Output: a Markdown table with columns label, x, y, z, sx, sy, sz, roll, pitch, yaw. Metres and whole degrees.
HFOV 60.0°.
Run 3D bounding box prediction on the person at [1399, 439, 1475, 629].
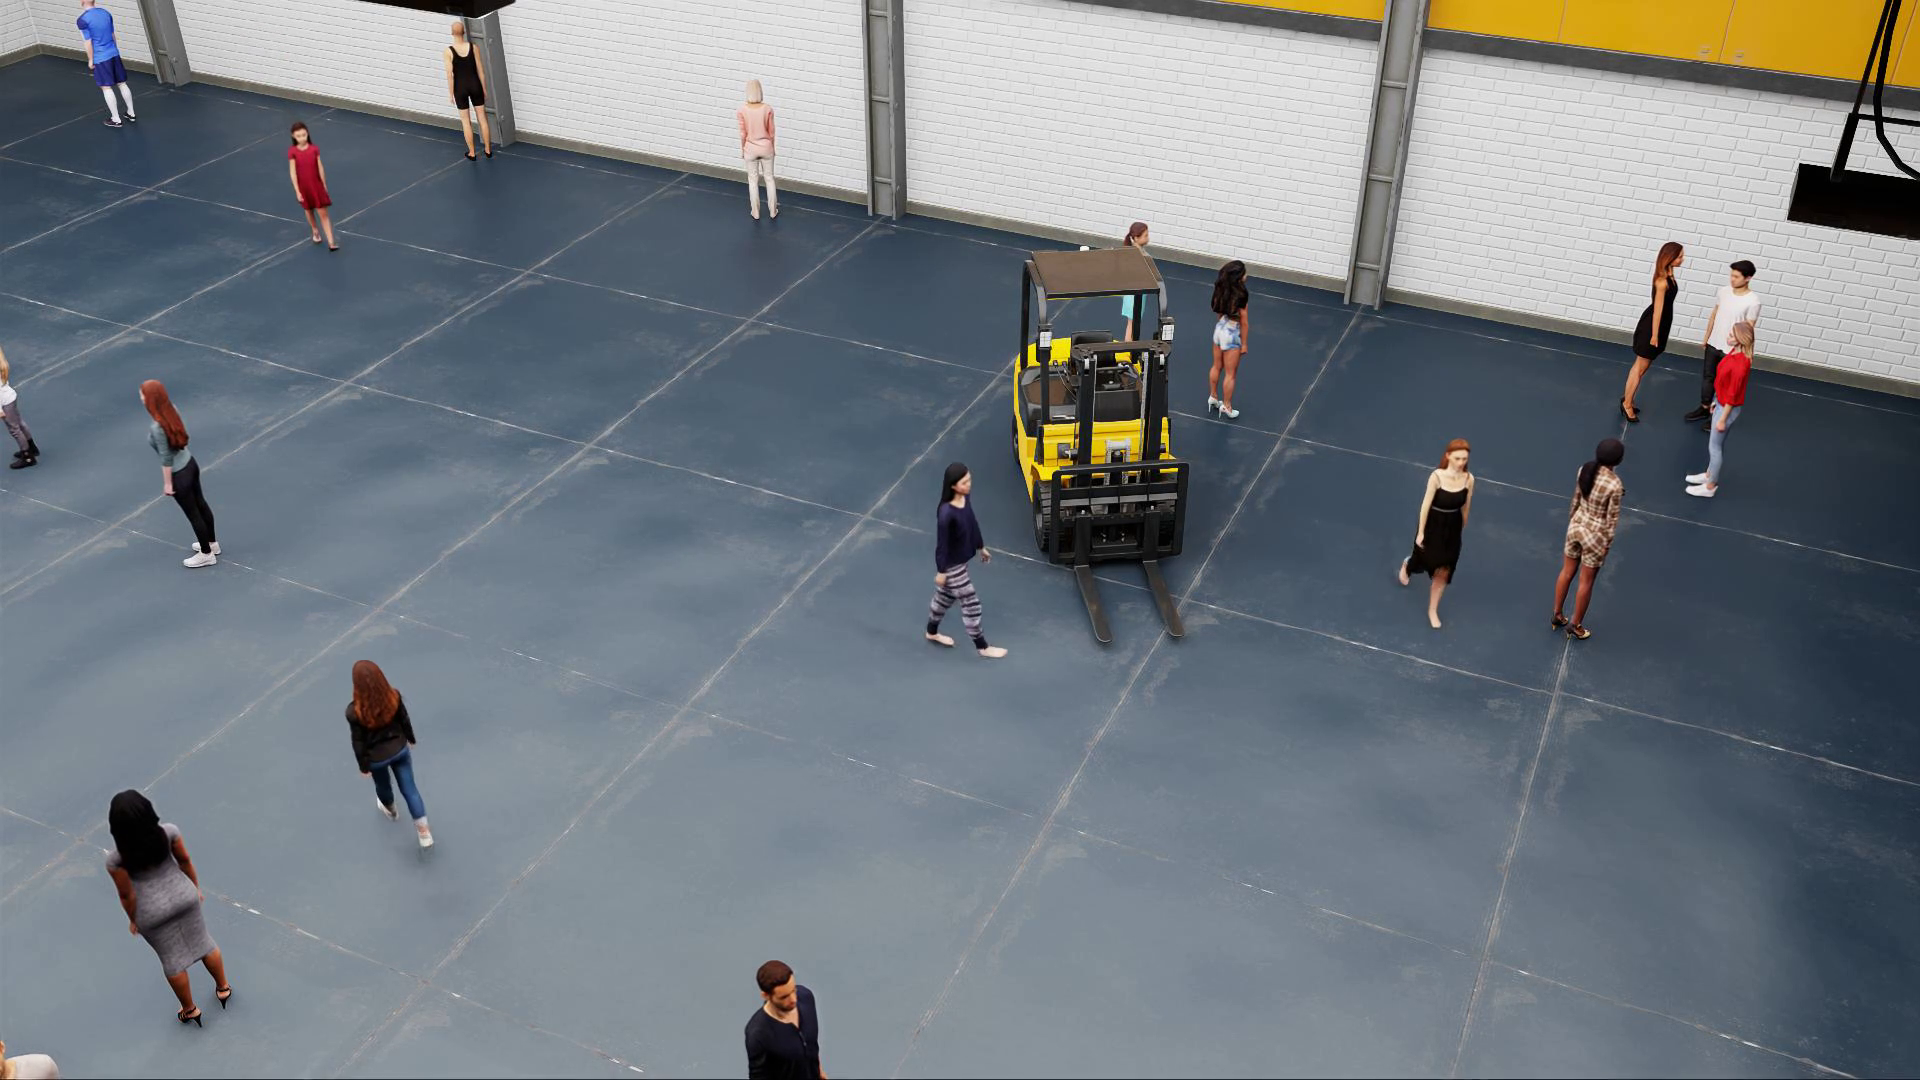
| label | x | y | z | sx | sy | sz | roll | pitch | yaw |
| --- | --- | --- | --- | --- | --- | --- | --- | --- | --- |
| person | 3.823 | -0.123 | 13.352 | 0.965 | 1.607 | 0.913 | -3 | 34 | -4 |

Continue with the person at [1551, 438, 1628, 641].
| label | x | y | z | sx | sy | sz | roll | pitch | yaw |
| --- | --- | --- | --- | --- | --- | --- | --- | --- | --- |
| person | 4.915 | -0.011 | 13.015 | 0.730 | 1.794 | 0.652 | -16 | 37 | -22 |

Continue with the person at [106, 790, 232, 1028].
| label | x | y | z | sx | sy | sz | roll | pitch | yaw |
| --- | --- | --- | --- | --- | --- | --- | --- | --- | --- |
| person | -4.649 | 2.160 | 9.760 | 0.651 | 1.781 | 0.632 | -28 | 43 | -35 |

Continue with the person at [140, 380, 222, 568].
| label | x | y | z | sx | sy | sz | roll | pitch | yaw |
| --- | --- | --- | --- | --- | --- | --- | --- | --- | --- |
| person | -6.509 | -0.560 | 13.888 | 0.666 | 1.742 | 0.659 | 1 | 34 | 1 |

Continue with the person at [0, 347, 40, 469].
| label | x | y | z | sx | sy | sz | roll | pitch | yaw |
| --- | --- | --- | --- | --- | --- | --- | --- | --- | --- |
| person | -8.836 | -1.289 | 15.406 | 0.622 | 1.275 | 0.567 | -10 | 35 | -14 |

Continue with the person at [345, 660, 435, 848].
| label | x | y | z | sx | sy | sz | roll | pitch | yaw |
| --- | --- | --- | --- | --- | --- | --- | --- | --- | --- |
| person | -3.803 | 1.448 | 11.123 | 0.858 | 1.458 | 1.055 | -23 | 40 | -30 |

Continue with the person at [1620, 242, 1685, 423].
| label | x | y | z | sx | sy | sz | roll | pitch | yaw |
| --- | --- | --- | --- | --- | --- | --- | --- | --- | --- |
| person | 6.648 | -1.999 | 15.969 | 0.511 | 1.834 | 0.571 | 14 | 36 | 20 |

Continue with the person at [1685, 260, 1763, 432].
| label | x | y | z | sx | sy | sz | roll | pitch | yaw |
| --- | --- | --- | --- | --- | --- | --- | --- | --- | --- |
| person | 7.345 | -1.881 | 15.899 | 0.773 | 1.715 | 0.691 | -15 | 36 | -21 |

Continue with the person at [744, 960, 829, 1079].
| label | x | y | z | sx | sy | sz | roll | pitch | yaw |
| --- | --- | --- | --- | --- | --- | --- | --- | --- | --- |
| person | -0.900 | 2.855 | 8.644 | 0.574 | 1.859 | 0.664 | 21 | 39 | 28 |

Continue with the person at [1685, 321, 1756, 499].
| label | x | y | z | sx | sy | sz | roll | pitch | yaw |
| --- | --- | --- | --- | --- | --- | --- | --- | --- | --- |
| person | 6.835 | -1.171 | 14.841 | 0.557 | 1.704 | 0.638 | 10 | 35 | 15 |

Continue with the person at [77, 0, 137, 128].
| label | x | y | z | sx | sy | sz | roll | pitch | yaw |
| --- | --- | --- | --- | --- | --- | --- | --- | --- | --- |
| person | -11.822 | -6.670 | 22.990 | 0.549 | 1.842 | 0.657 | 15 | 36 | 21 |

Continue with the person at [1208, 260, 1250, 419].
| label | x | y | z | sx | sy | sz | roll | pitch | yaw |
| --- | --- | --- | --- | --- | --- | --- | --- | --- | --- |
| person | 2.595 | -1.943 | 16.073 | 0.727 | 1.626 | 0.650 | -17 | 37 | -24 |

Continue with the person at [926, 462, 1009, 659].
| label | x | y | z | sx | sy | sz | roll | pitch | yaw |
| --- | --- | --- | --- | --- | --- | --- | --- | --- | --- |
| person | -0.118 | 0.125 | 12.888 | 0.968 | 1.707 | 0.668 | 11 | 35 | 15 |

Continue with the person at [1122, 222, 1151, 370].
| label | x | y | z | sx | sy | sz | roll | pitch | yaw |
| --- | --- | --- | --- | --- | --- | --- | --- | --- | --- |
| person | 1.797 | -2.519 | 17.000 | 0.620 | 1.558 | 0.607 | 5 | 34 | 7 |

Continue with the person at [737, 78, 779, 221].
| label | x | y | z | sx | sy | sz | roll | pitch | yaw |
| --- | --- | --- | --- | --- | --- | --- | --- | --- | --- |
| person | -2.453 | -4.753 | 20.212 | 0.642 | 1.725 | 0.737 | -6 | 34 | -8 |

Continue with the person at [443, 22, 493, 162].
| label | x | y | z | sx | sy | sz | roll | pitch | yaw |
| --- | --- | --- | --- | --- | --- | --- | --- | --- | --- |
| person | -6.462 | -5.901 | 21.857 | 0.708 | 1.816 | 0.715 | -18 | 38 | -25 |

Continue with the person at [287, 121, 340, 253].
| label | x | y | z | sx | sy | sz | roll | pitch | yaw |
| --- | --- | --- | --- | --- | --- | --- | --- | --- | --- |
| person | -7.647 | -4.164 | 19.520 | 0.967 | 1.509 | 1.113 | -16 | 37 | -22 |
